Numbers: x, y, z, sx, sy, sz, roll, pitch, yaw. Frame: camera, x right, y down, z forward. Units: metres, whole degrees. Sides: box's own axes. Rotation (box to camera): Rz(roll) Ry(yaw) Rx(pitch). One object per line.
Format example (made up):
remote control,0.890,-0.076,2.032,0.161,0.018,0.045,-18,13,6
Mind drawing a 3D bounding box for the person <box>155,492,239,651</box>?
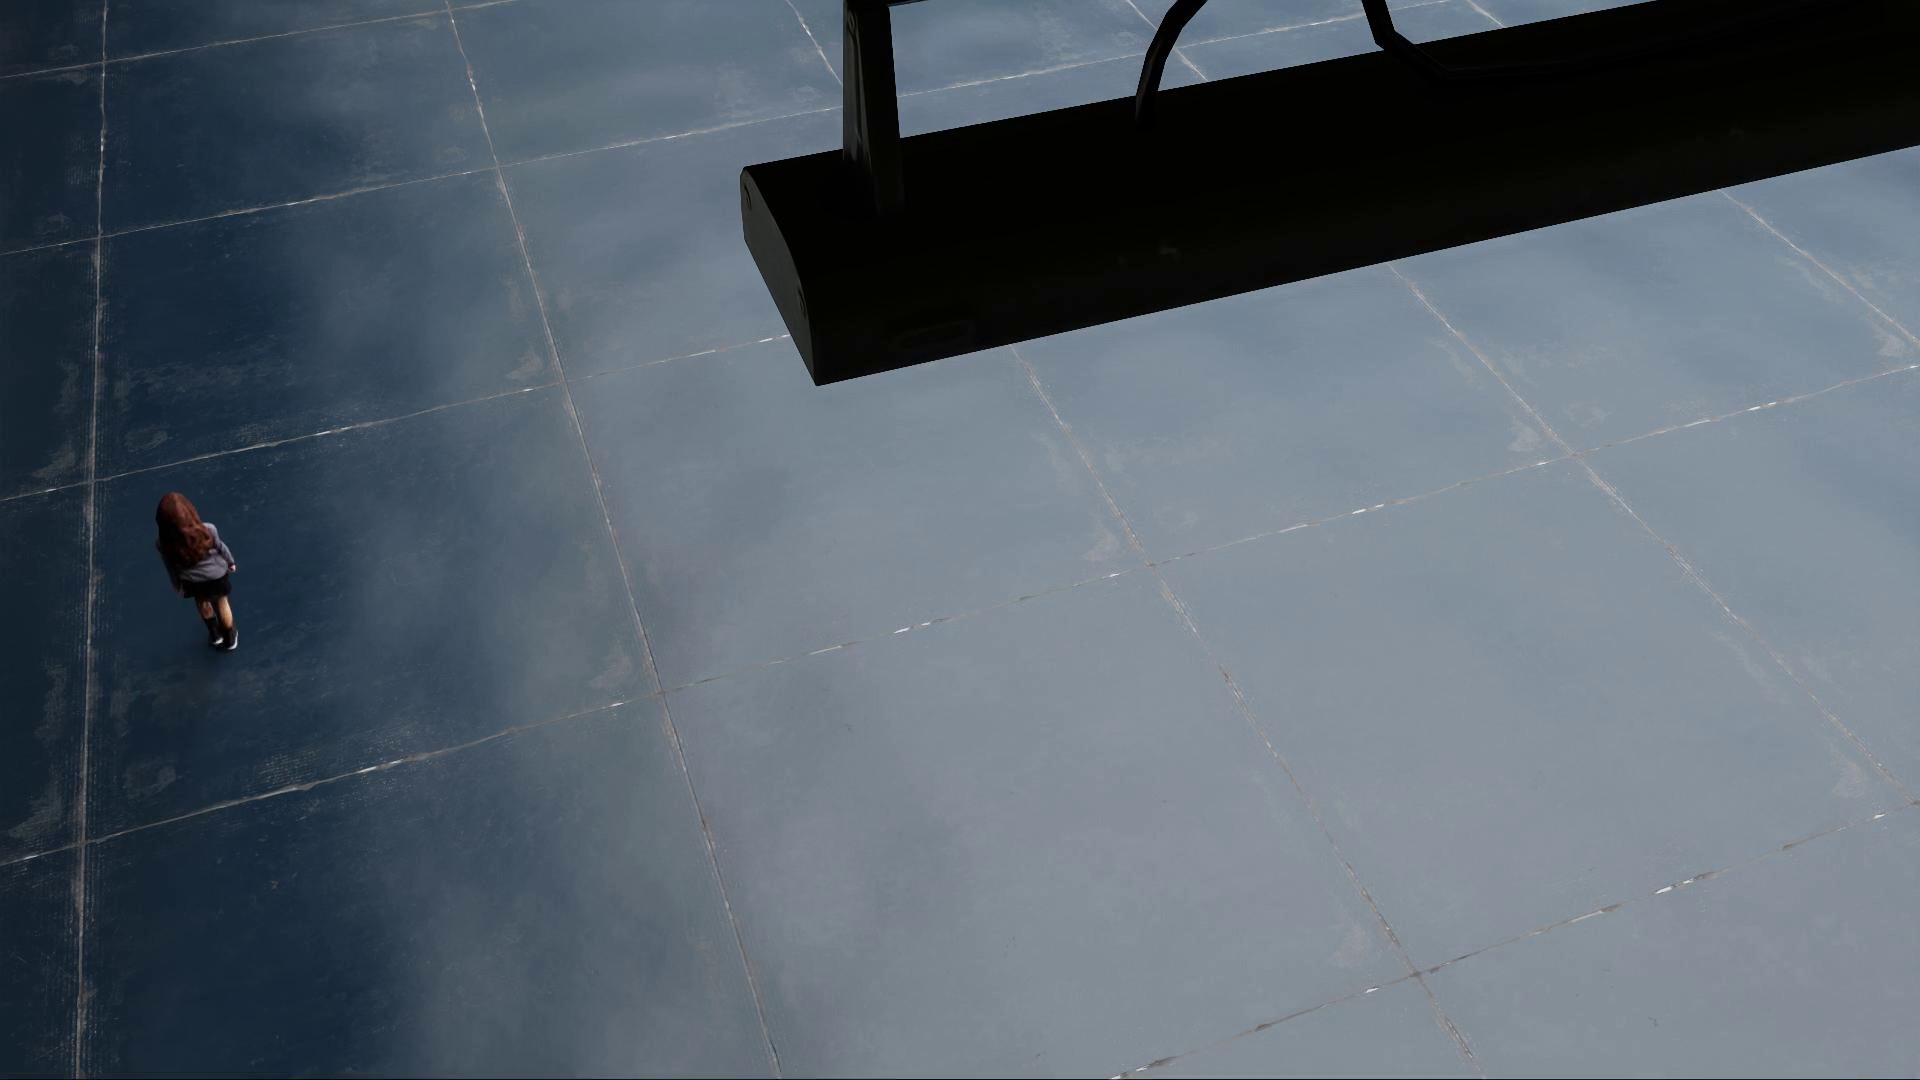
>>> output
person,-4.167,0.202,9.130,0.483,1.099,0.488,-12,44,-13
